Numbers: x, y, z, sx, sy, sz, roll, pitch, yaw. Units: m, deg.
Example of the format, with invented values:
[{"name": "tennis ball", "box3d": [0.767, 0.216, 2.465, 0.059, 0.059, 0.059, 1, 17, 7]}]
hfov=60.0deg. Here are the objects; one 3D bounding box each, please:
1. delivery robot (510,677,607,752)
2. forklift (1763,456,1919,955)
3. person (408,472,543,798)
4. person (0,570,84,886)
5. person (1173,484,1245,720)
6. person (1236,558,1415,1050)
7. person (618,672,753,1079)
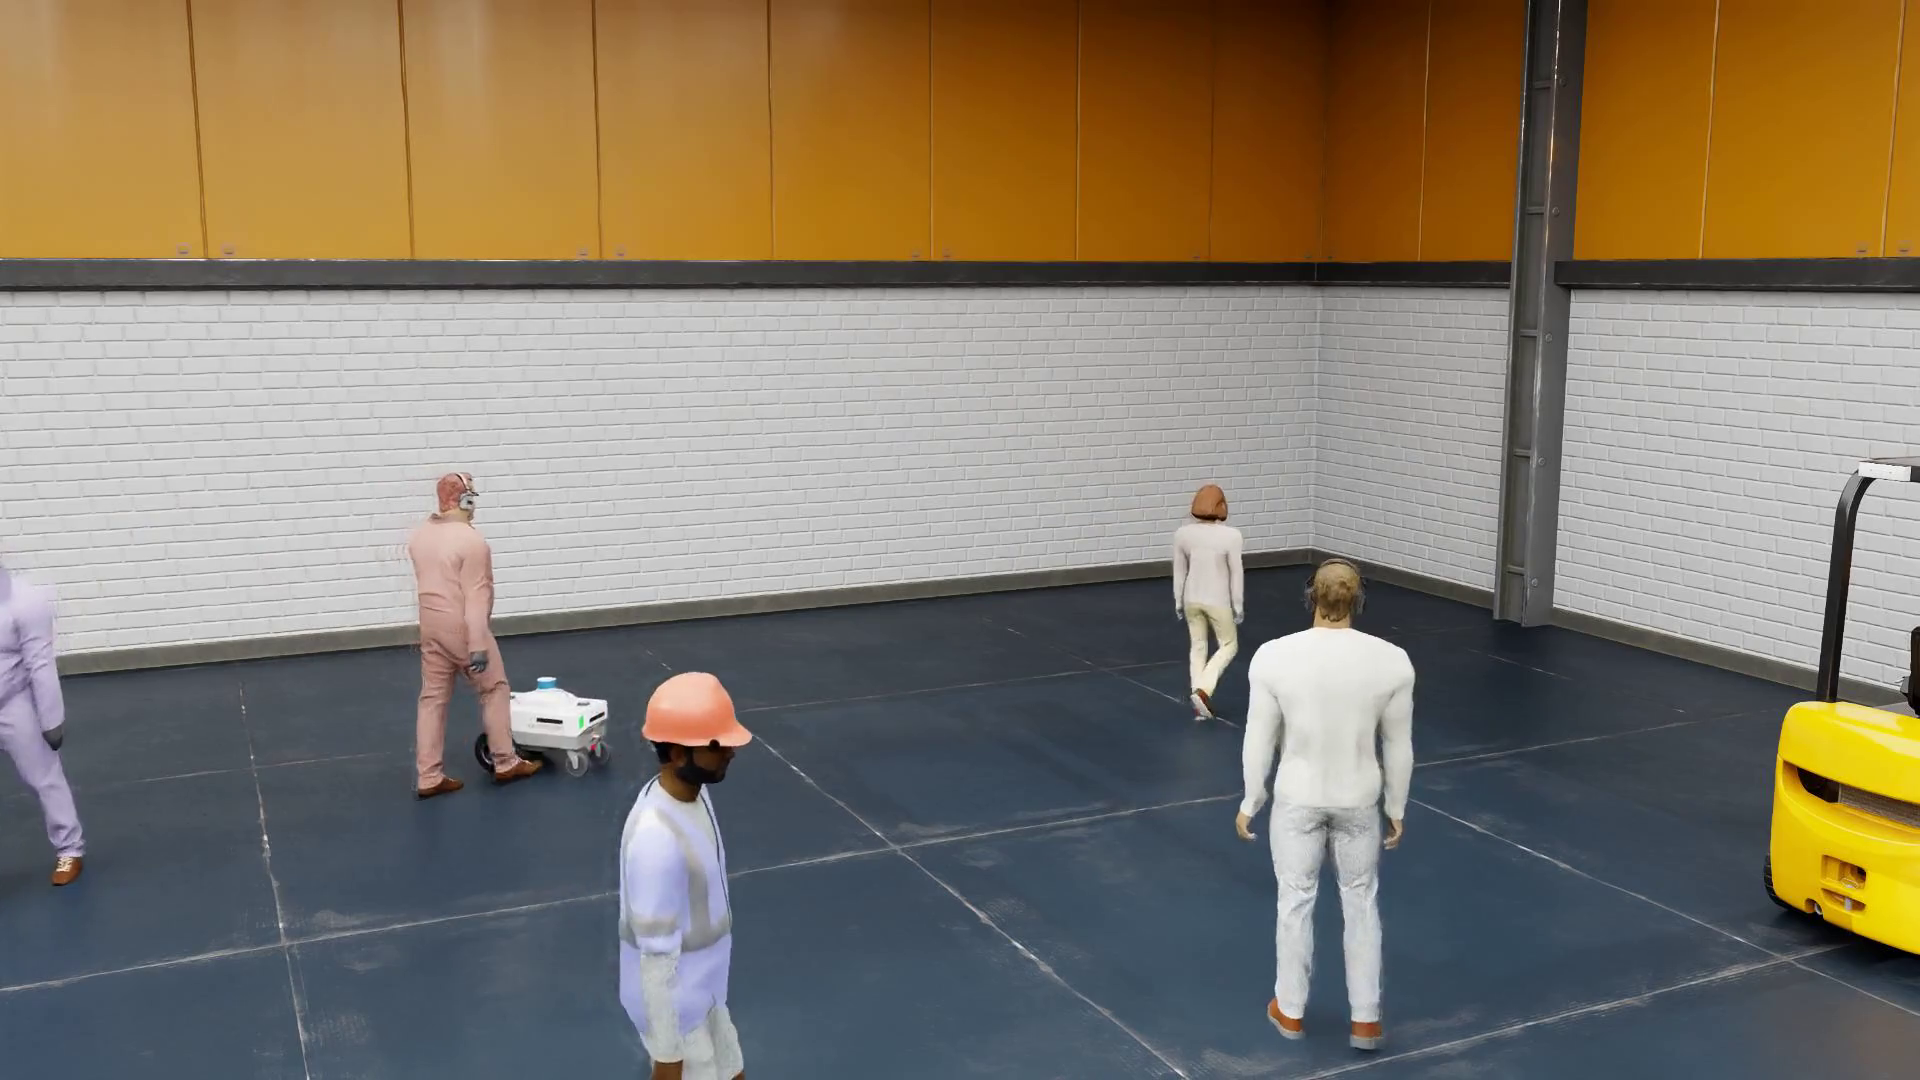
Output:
[{"name": "delivery robot", "box3d": [-2.523, 1.082, 10.160, 0.707, 0.478, 0.477, 3, 10, 17]}, {"name": "forklift", "box3d": [4.857, 0.731, 7.561, 2.313, 2.155, 1.214, -4, 10, -25]}, {"name": "person", "box3d": [-2.862, 0.535, 9.736, 0.668, 1.873, 0.876, 7, 11, 35]}, {"name": "person", "box3d": [-4.661, 0.851, 7.950, 0.656, 1.831, 0.957, 0, 9, 2]}, {"name": "person", "box3d": [1.653, 0.431, 11.161, 0.515, 1.621, 0.433, 6, 11, 34]}, {"name": "person", "box3d": [1.422, 1.039, 6.498, 0.682, 1.934, 0.476, 1, 9, 5]}, {"name": "person", "box3d": [-0.833, 1.310, 4.807, 0.512, 1.918, 0.566, 0, 9, -1]}]
